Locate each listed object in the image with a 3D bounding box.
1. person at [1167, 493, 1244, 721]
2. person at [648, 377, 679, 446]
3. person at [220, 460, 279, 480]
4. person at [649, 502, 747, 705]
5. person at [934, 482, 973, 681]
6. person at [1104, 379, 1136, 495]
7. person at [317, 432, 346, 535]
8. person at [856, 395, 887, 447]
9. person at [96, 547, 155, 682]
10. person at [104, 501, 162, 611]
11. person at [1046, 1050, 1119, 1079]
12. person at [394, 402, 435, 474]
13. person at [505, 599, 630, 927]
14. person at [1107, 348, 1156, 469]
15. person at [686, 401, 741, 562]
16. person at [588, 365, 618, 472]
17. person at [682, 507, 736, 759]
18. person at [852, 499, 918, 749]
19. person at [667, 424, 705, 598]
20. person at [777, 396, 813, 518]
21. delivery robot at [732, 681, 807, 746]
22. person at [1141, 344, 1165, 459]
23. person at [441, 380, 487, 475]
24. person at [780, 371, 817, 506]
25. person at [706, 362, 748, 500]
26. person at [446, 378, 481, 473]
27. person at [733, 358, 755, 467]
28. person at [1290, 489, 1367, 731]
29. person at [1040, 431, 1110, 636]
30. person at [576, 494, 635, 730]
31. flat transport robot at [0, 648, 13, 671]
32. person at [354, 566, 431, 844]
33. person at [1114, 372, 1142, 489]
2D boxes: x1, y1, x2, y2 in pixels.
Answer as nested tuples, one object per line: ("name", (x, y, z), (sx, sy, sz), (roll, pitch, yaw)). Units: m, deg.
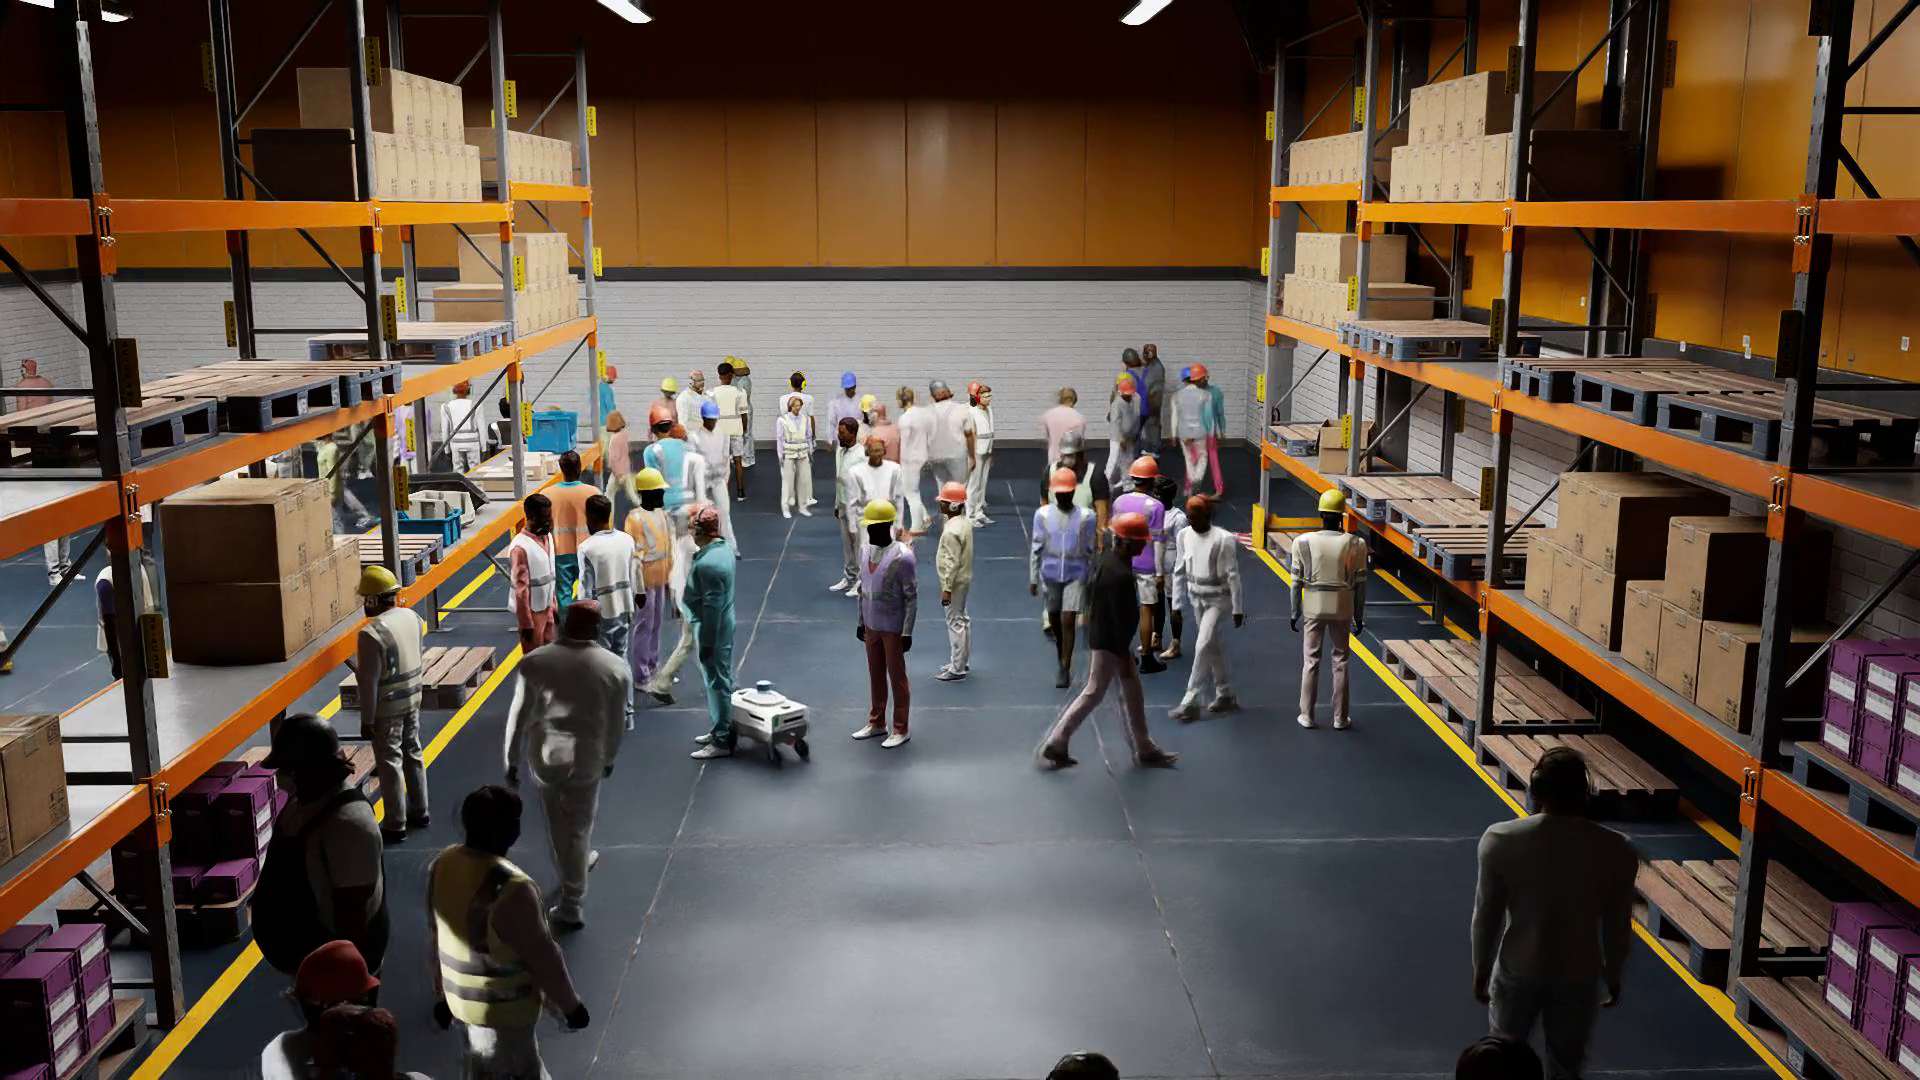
("person", (1.940, 0.536, 13.432), (0.886, 1.839, 0.591), (-9, 14, -37))
("person", (-4.155, -1.445, 23.606), (0.554, 1.748, 0.443), (0, 11, -1))
("person", (-7.228, -0.173, 17.012), (0.561, 1.837, 0.388), (-7, 13, -31))
("person", (-2.233, 0.529, 13.878), (0.879, 1.690, 0.583), (-6, 13, -28))
("person", (-0.061, 0.356, 14.558), (0.326, 1.754, 0.569), (2, 11, 11))
("person", (2.323, -1.447, 23.711), (0.402, 1.719, 0.804), (9, 14, 38))
("person", (-7.270, -0.565, 19.184), (0.333, 1.760, 0.526), (-5, 12, -25))
("person", (-1.086, -0.840, 20.222), (0.640, 1.886, 0.575), (-3, 12, -16))
("person", (-6.049, 0.803, 12.098), (0.372, 1.843, 0.570), (-1, 11, -3))
("person", (-8.433, -0.146, 16.919), (0.423, 1.827, 0.561), (8, 14, 34))
("person", (0.321, 2.302, 4.530), (0.638, 1.882, 1.060), (5, 12, 25))
("person", (-6.907, -1.070, 21.054), (0.642, 2.014, 0.515), (7, 13, 30))
("person", (-2.278, 1.271, 9.778), (0.686, 1.841, 0.851), (0, 11, -2))
("person", (2.627, -2.012, 25.720), (0.680, 2.000, 1.054), (-7, 13, -31))
("person", (-2.929, -0.685, 19.463), (0.604, 1.890, 1.042), (-7, 13, -31))
("person", (-5.536, -1.871, 25.854), (0.621, 1.714, 0.592), (-6, 13, -26))
("person", (-1.886, 0.692, 12.511), (0.401, 1.905, 0.642), (0, 11, 0))
("person", (-0.590, 0.631, 12.752), (0.595, 1.925, 0.372), (11, 16, 43))
("person", (-3.018, -0.331, 17.850), (0.568, 1.830, 0.996), (-1, 11, -5))
("person", (-2.209, -1.113, 22.232), (0.521, 1.637, 0.310), (-7, 13, -30))
("delivery robot", (-1.479, 1.309, 12.570), (0.477, 0.478, 0.707), (-11, 16, -44))
("person", (3.125, -2.278, 27.410), (0.403, 1.904, 0.637), (-3, 12, -12))
("person", (-6.575, -1.213, 22.111), (0.573, 1.883, 0.354), (-1, 11, -5))
("person", (-2.239, -1.405, 23.109), (0.512, 1.873, 0.329), (1, 11, 6))
("person", (-3.286, -1.522, 23.462), (0.608, 1.962, 0.374), (-2, 11, -8))
("person", (-7.382, -1.809, 24.849), (0.571, 1.974, 0.662), (4, 12, 19))
("person", (-3.485, -2.040, 26.637), (0.325, 1.736, 0.489), (1, 11, 6))
("person", (2.896, 0.555, 13.150), (0.607, 1.924, 0.389), (2, 11, 11))
("person", (1.090, -0.090, 16.083), (0.697, 2.000, 1.035), (2, 11, 11))
("person", (-2.757, 0.592, 13.014), (0.410, 1.908, 0.598), (6, 13, 28))
("flat transport robot", (-9.063, 0.989, 15.129), (0.652, 0.197, 1.431), (-8, 14, -33))
("person", (-3.721, 1.064, 10.852), (0.403, 1.824, 0.596), (3, 12, 14))
("person", (2.444, -1.610, 24.491), (0.324, 1.729, 0.492), (-10, 15, -42))
